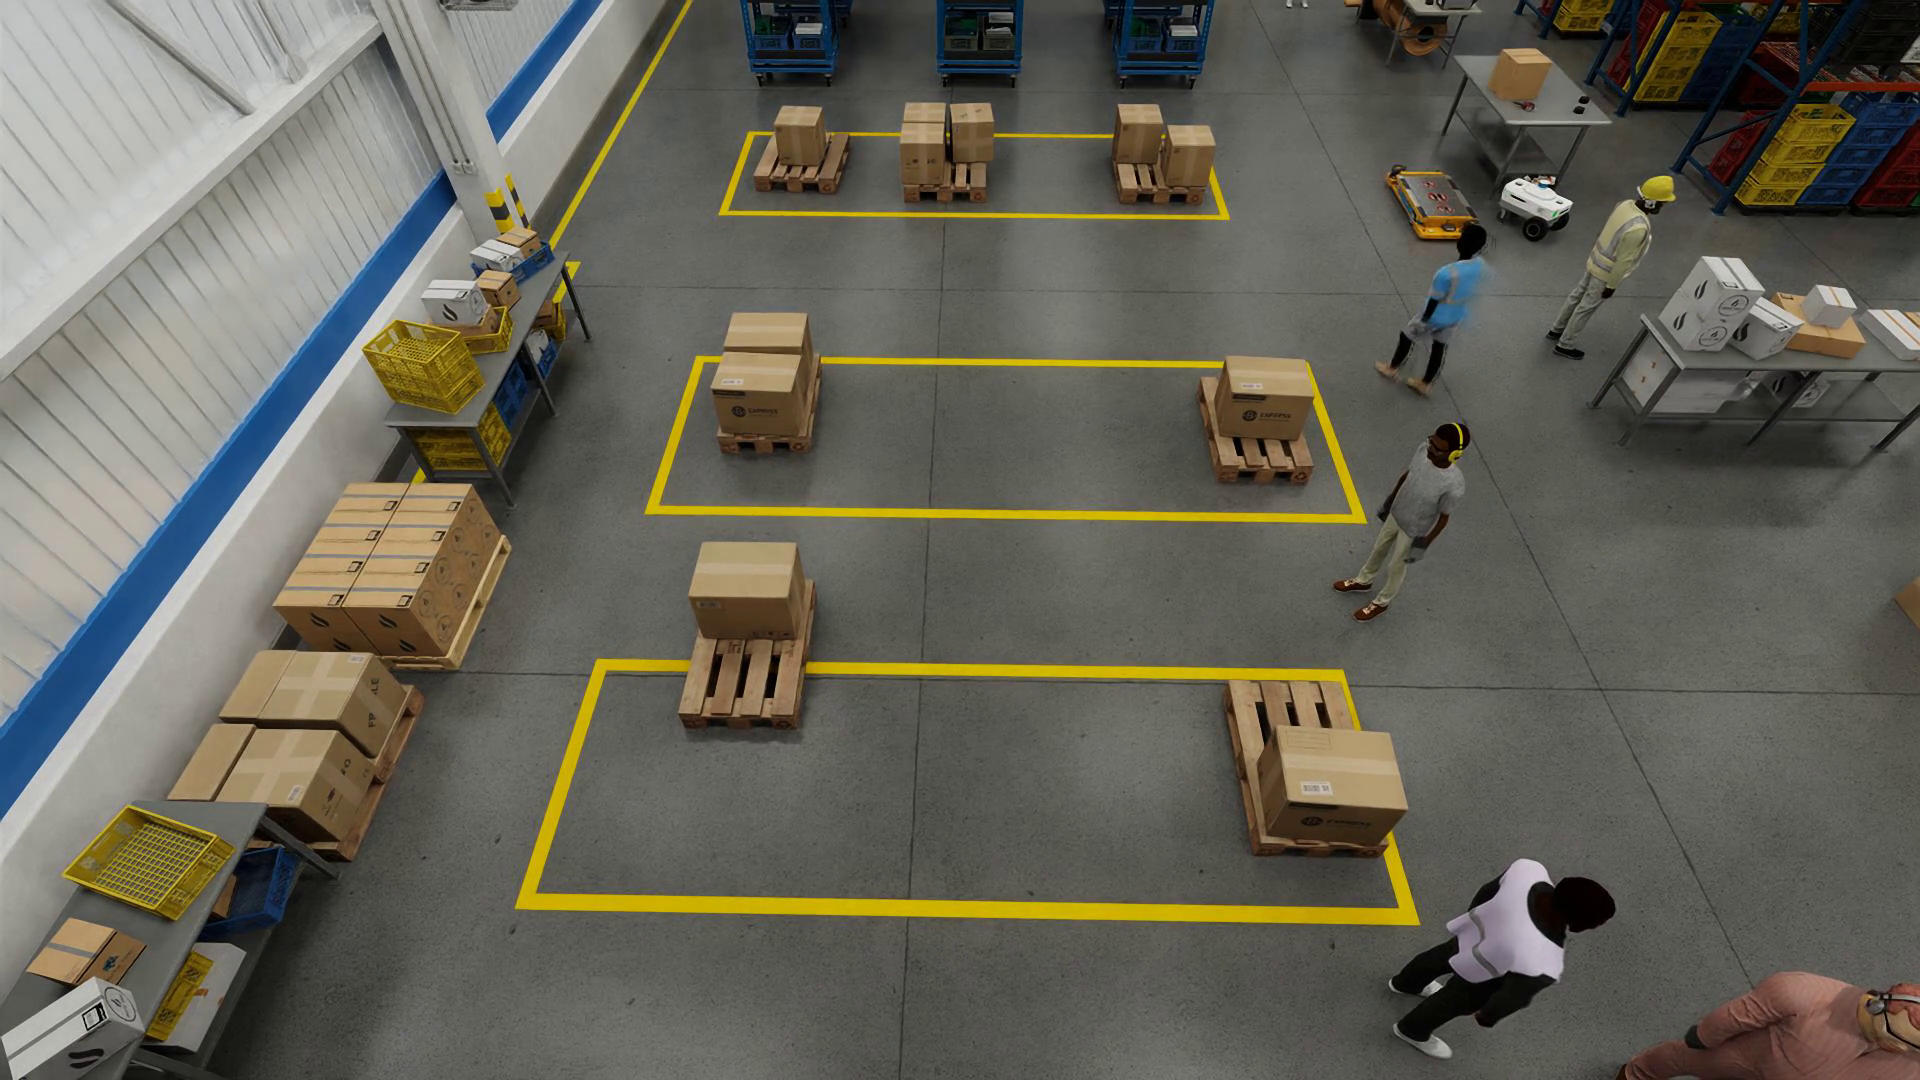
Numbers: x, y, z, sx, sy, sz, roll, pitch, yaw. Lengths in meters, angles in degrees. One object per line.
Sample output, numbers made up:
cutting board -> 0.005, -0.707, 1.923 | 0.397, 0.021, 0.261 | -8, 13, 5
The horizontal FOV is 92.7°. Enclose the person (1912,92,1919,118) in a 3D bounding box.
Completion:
person -> 12.187, -5.662, 11.321 | 0.628, 1.940, 0.378 | -5, 49, -5

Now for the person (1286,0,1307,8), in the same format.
person -> 5.677, -9.592, 14.925 | 0.519, 1.633, 0.312 | 3, 49, 3

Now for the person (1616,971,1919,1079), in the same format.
person -> 3.825, 2.463, 4.309 | 0.649, 1.907, 0.409 | 20, 52, 17

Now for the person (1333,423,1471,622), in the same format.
person -> 3.184, -0.114, 6.567 | 0.323, 1.866, 0.530 | -11, 50, -9

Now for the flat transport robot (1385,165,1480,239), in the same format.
flat transport robot -> 5.692, -4.094, 11.059 | 0.652, 0.197, 1.431 | 1, 49, 1

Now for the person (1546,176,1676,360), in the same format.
person -> 6.184, -2.589, 8.730 | 0.404, 1.832, 0.598 | 9, 50, 8

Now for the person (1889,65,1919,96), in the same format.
person -> 13.752, -7.058, 12.577 | 0.761, 1.867, 0.524 | 24, 53, 20

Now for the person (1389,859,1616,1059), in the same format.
person -> 2.637, 2.105, 4.611 | 0.383, 1.918, 0.591 | 12, 50, 10

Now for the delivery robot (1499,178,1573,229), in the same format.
delivery robot -> 6.705, -3.954, 10.692 | 0.477, 0.478, 0.707 | -28, 55, -22

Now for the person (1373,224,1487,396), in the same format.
person -> 4.359, -2.139, 8.437 | 0.558, 1.668, 0.689 | -18, 52, -15
